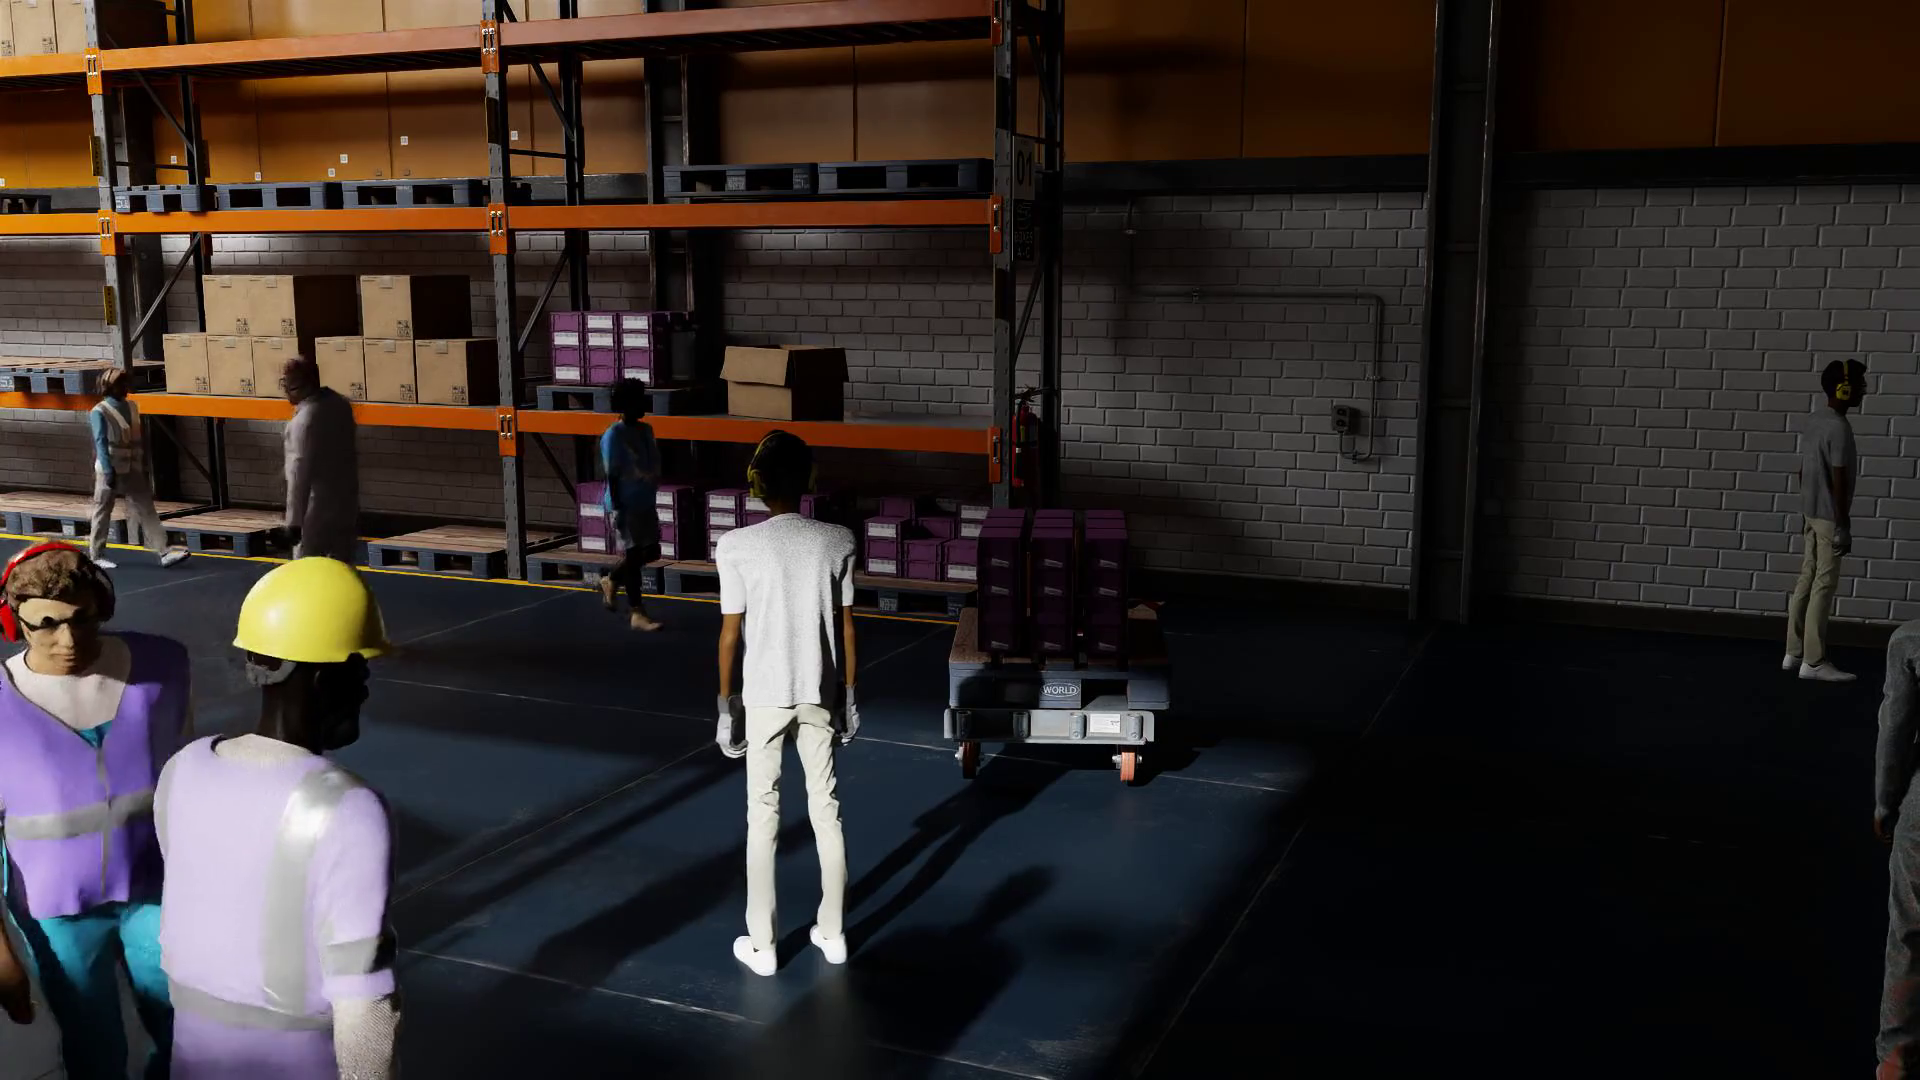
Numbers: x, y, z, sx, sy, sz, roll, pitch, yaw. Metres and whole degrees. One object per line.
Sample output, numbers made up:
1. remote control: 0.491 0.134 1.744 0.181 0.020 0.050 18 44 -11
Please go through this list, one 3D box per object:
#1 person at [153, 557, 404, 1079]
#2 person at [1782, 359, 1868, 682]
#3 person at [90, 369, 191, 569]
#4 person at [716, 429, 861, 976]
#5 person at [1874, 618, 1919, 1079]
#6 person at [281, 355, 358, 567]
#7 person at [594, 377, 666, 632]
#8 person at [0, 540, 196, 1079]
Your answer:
1. person: -1.187 0.979 3.016 0.623 1.904 0.455 5 11 28
2. person: 5.064 -0.118 9.692 0.313 1.869 0.538 1 10 6
3. person: -6.551 -0.544 13.060 0.866 1.586 0.544 3 10 15
4. person: -0.584 0.556 5.695 0.514 1.861 0.316 -4 10 -22
5. person: 2.865 0.776 4.711 0.494 1.743 0.307 7 12 37
6. person: -3.915 -0.202 10.223 0.436 1.876 0.694 1 10 7
7. person: -2.205 -0.235 10.959 0.540 1.682 0.540 4 10 23
8. person: -2.031 0.872 3.927 0.474 1.811 0.625 9 13 42
